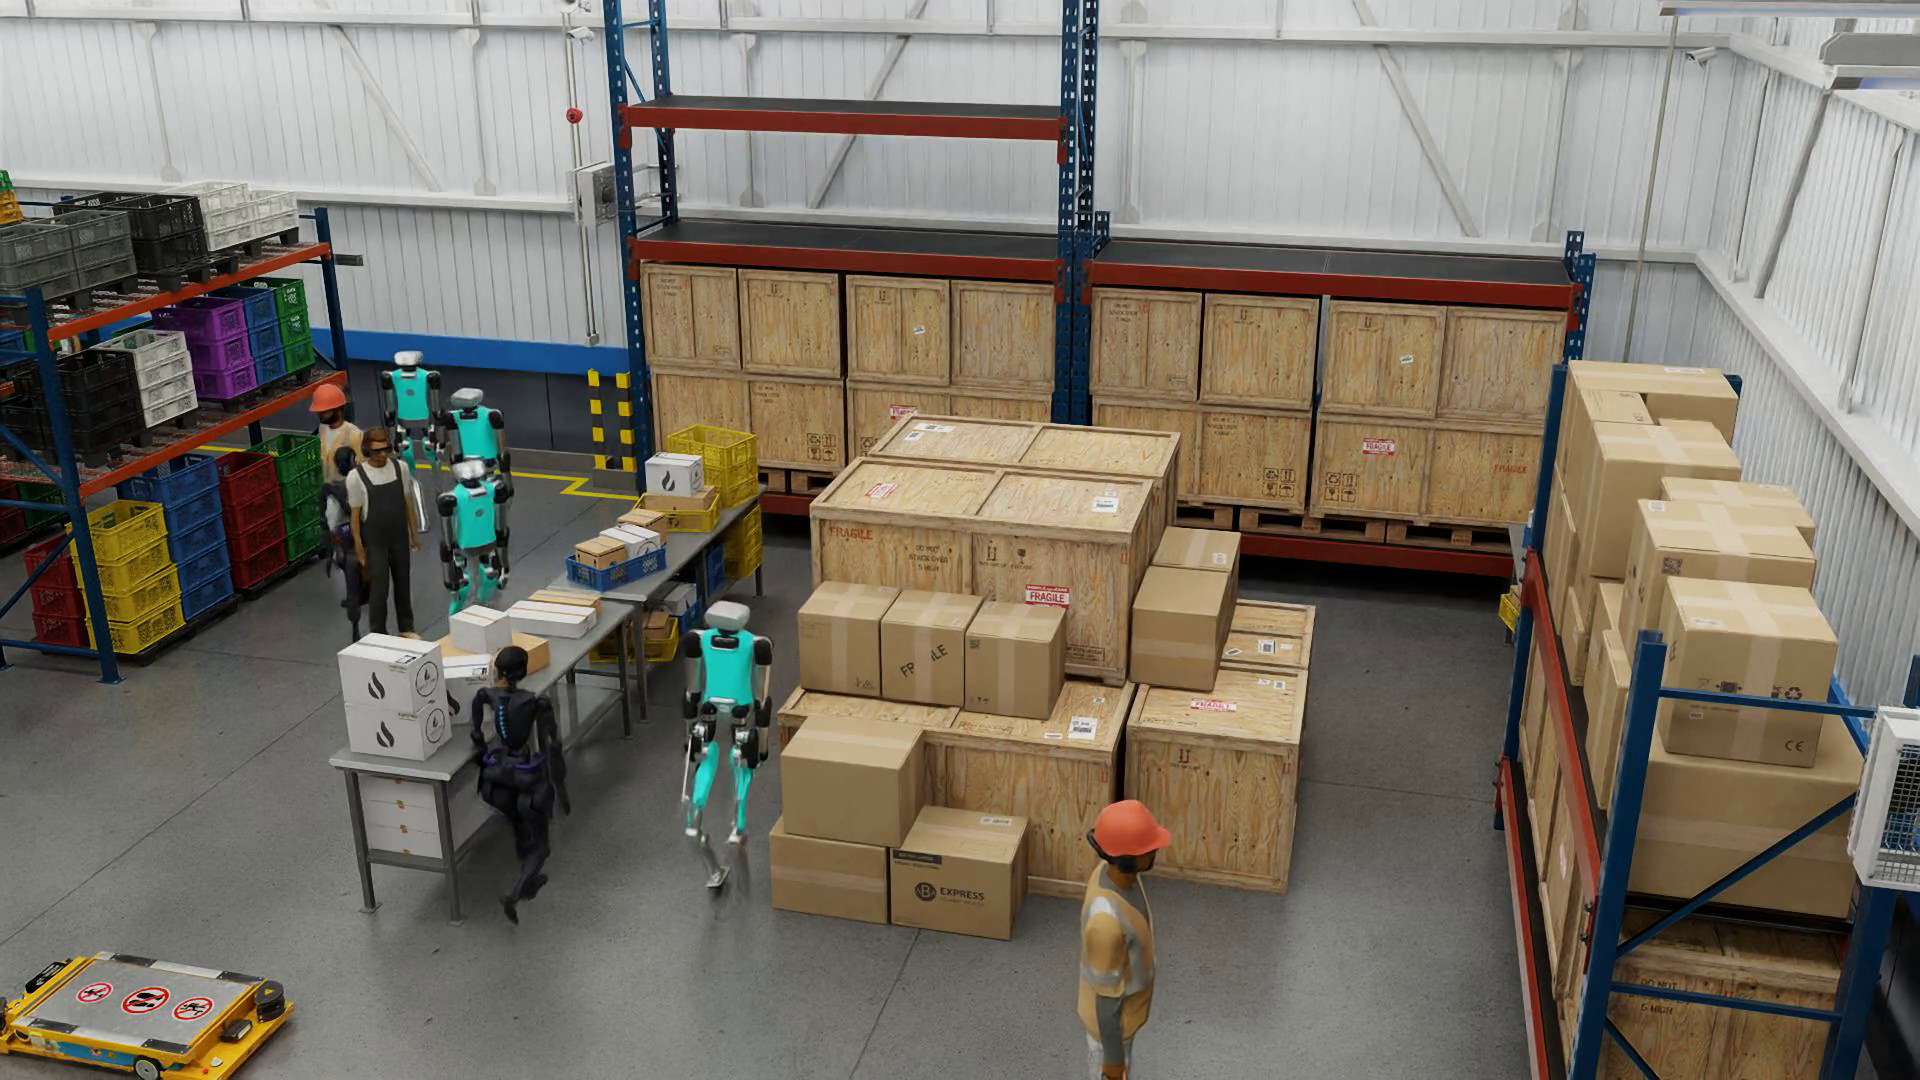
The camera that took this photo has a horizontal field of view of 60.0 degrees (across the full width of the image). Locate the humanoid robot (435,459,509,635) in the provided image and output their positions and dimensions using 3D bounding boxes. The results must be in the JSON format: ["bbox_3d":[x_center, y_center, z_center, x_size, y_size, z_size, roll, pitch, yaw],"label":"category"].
[{"bbox_3d":[-3.732,0.230,12.483,0.530,1.845,0.787,-18,28,-39],"label":"humanoid robot"}]

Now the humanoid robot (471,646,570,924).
[{"bbox_3d":[-2.560,1.389,9.464,0.600,1.637,0.621,5,22,13],"label":"humanoid robot"}]

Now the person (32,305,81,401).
[{"bbox_3d":[-9.791,-1.958,17.978,0.566,1.836,0.384,-6,22,-16],"label":"person"}]

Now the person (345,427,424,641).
[{"bbox_3d":[-4.419,0.000,12.854,0.377,1.835,0.511,17,27,37],"label":"person"}]

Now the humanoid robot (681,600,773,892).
[{"bbox_3d":[-1.393,1.342,9.625,0.544,1.888,0.764,3,21,9],"label":"humanoid robot"}]

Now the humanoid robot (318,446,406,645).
[{"bbox_3d":[-4.629,0.062,12.914,0.606,1.651,0.310,-4,21,-11],"label":"humanoid robot"}]

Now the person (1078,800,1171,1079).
[{"bbox_3d":[0.695,2.041,7.218,0.358,2.047,0.613,3,21,9],"label":"person"}]

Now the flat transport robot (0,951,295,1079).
[{"bbox_3d":[-4.270,2.464,8.601,1.431,0.231,0.659,5,22,13],"label":"flat transport robot"}]

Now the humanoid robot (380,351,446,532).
[{"bbox_3d":[-5.048,-0.975,15.599,0.555,1.803,0.913,-4,21,-9],"label":"humanoid robot"}]

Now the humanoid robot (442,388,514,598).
[{"bbox_3d":[-4.088,-0.299,13.919,0.575,1.871,0.709,4,21,11],"label":"humanoid robot"}]

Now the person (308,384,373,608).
[{"bbox_3d":[-5.062,-0.351,13.641,0.568,1.923,0.416,14,25,33],"label":"person"}]
